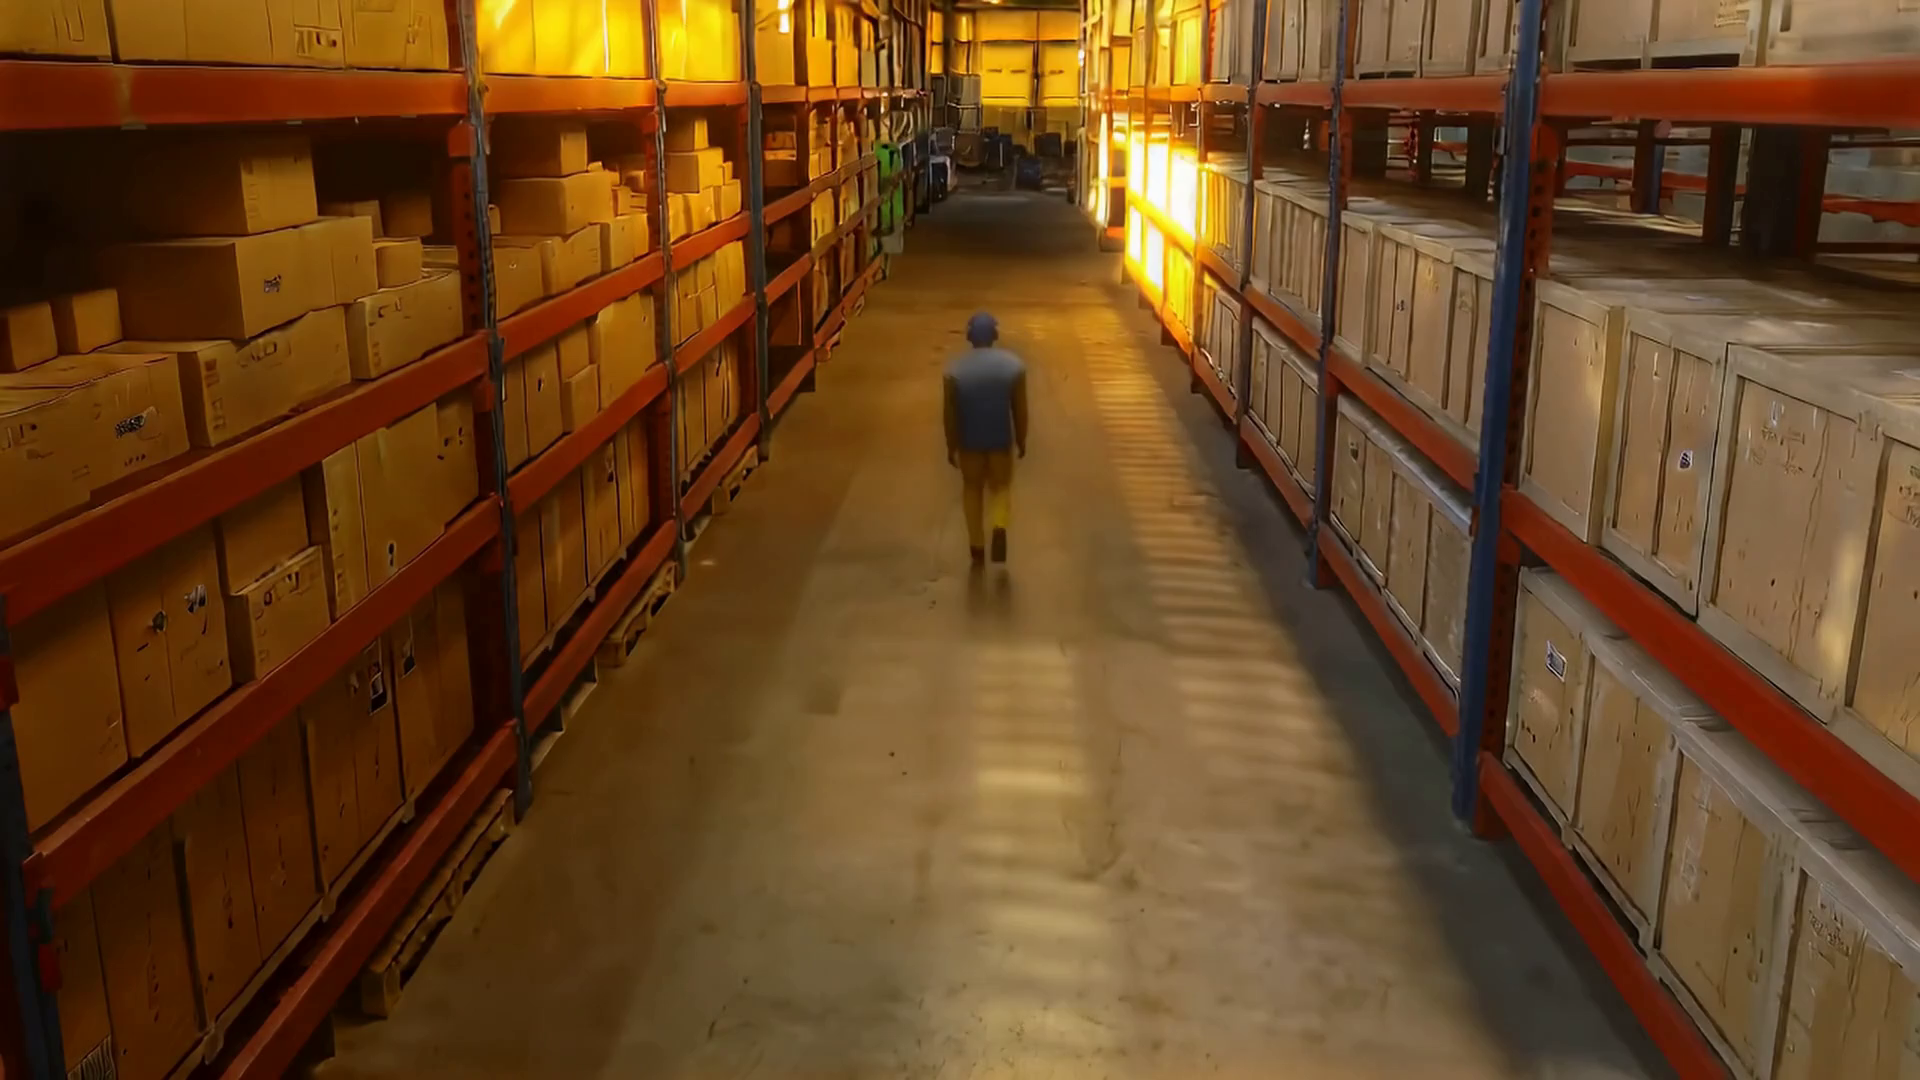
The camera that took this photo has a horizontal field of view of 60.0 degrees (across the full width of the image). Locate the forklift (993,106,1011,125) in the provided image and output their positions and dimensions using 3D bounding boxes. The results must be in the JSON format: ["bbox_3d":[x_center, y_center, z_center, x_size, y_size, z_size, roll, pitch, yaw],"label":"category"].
[{"bbox_3d":[2.094,-20.211,82.990,1.129,2.768,1.873,2,15,6],"label":"forklift"}]

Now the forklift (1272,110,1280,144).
[{"bbox_3d":[12.387,-15.498,65.453,1.873,2.768,1.129,-5,16,-18],"label":"forklift"}]

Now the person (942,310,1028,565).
[{"bbox_3d":[0.188,-0.744,12.381,0.638,1.924,0.742,-1,15,-2],"label":"person"}]

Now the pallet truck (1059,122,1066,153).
[{"bbox_3d":[5.788,-21.111,88.014,1.885,1.965,0.823,5,16,18],"label":"pallet truck"}]
